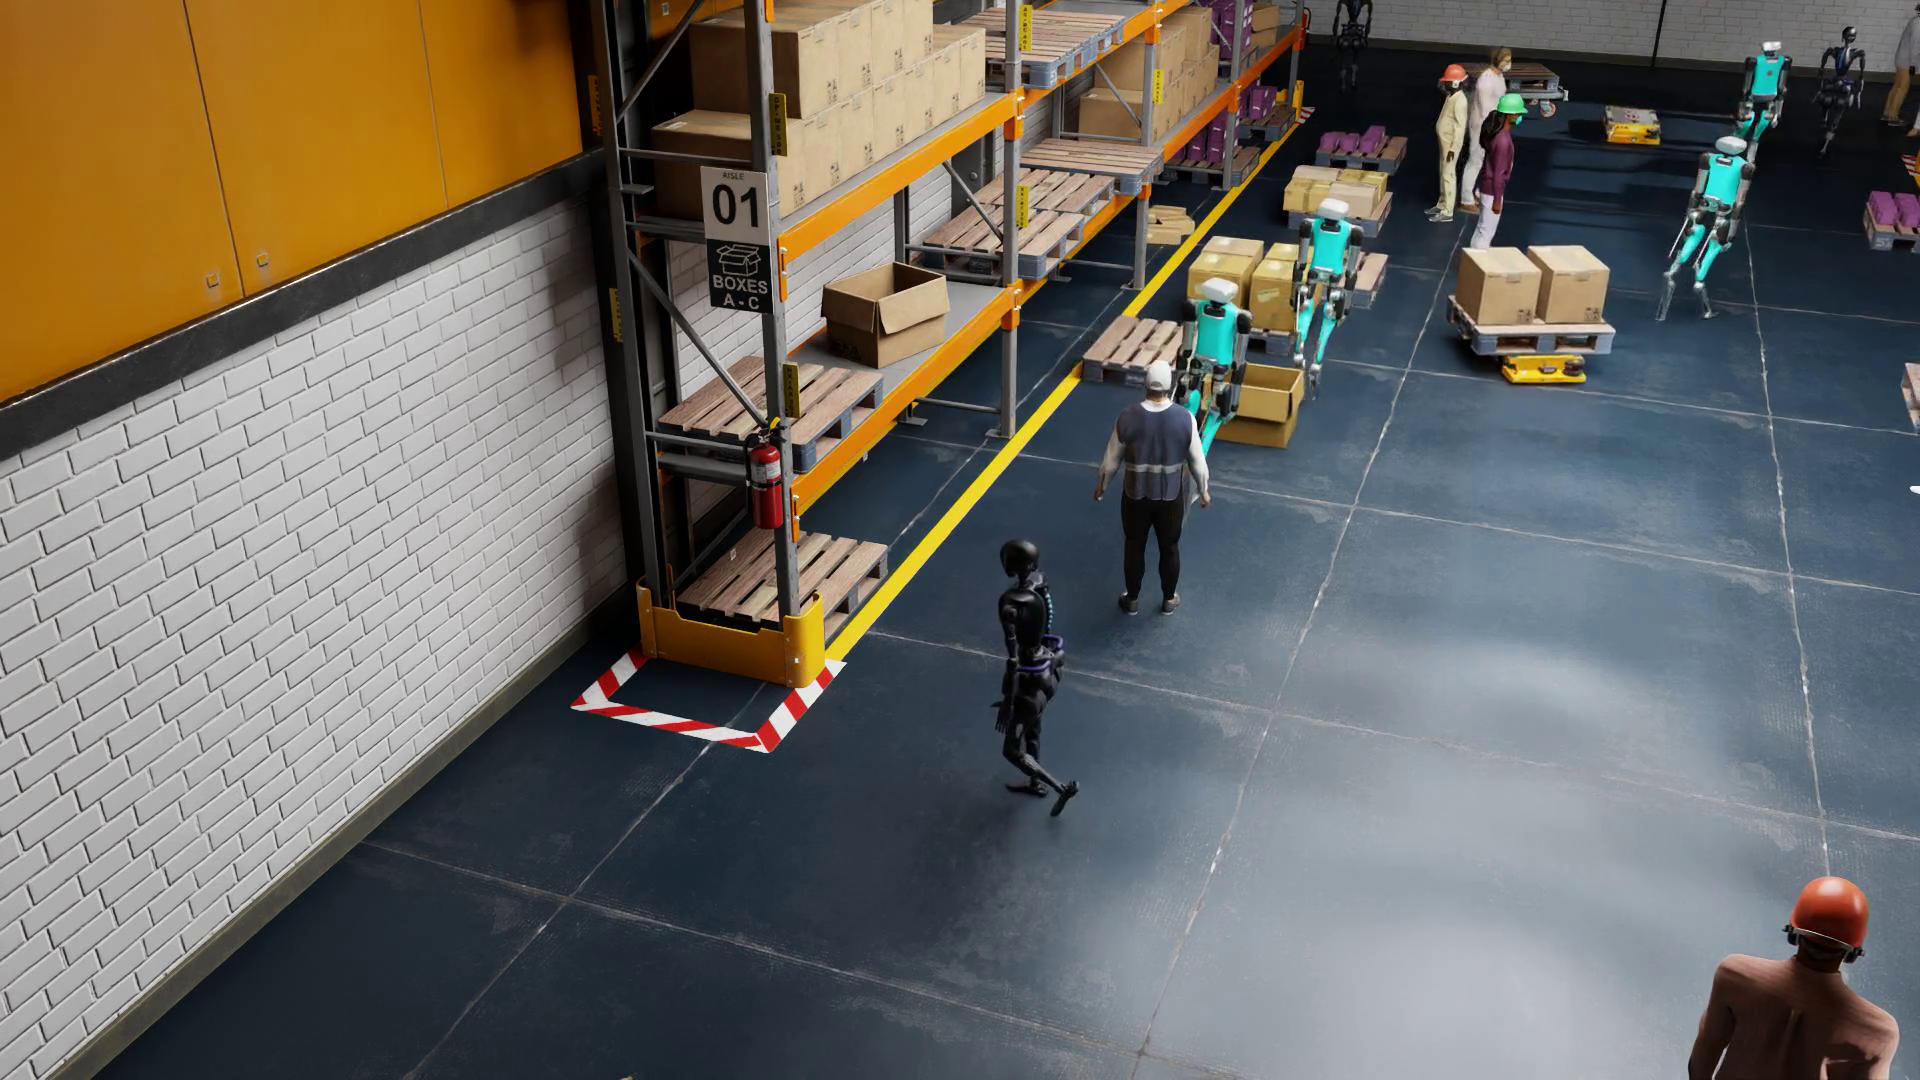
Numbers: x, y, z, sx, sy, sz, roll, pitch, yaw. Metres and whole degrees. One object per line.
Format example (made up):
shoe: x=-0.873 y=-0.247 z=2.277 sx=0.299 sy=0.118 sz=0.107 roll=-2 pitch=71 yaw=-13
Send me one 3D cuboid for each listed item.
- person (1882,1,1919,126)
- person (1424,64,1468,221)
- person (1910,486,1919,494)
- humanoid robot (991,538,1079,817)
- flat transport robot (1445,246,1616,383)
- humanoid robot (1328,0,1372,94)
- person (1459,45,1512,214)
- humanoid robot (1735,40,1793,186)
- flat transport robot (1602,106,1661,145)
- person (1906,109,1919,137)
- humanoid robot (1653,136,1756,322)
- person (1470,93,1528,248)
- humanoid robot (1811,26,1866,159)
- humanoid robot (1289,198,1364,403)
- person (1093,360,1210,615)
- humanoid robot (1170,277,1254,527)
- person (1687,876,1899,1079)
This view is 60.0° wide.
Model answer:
person: x=13.137 y=-6.628 z=23.012 sx=0.373 sy=1.728 sz=0.611 roll=13 pitch=30 yaw=24
person: x=5.526 y=-4.502 z=18.864 sx=0.344 sy=1.746 sz=0.572 roll=3 pitch=27 yaw=5
person: x=7.486 y=-1.092 z=12.375 sx=0.498 sy=1.634 sz=0.290 roll=-20 pitch=33 yaw=-33
humanoid robot: x=0.446 y=0.725 z=8.809 sx=0.489 sy=1.631 sz=0.609 roll=11 pitch=29 yaw=21
flat transport robot: x=5.148 y=-1.768 z=15.181 sx=0.659 sy=0.231 sz=1.431 roll=-1 pitch=27 yaw=-1
humanoid robot: x=5.816 y=-7.518 z=24.798 sx=0.599 sy=1.652 sz=0.372 roll=0 pitch=27 yaw=0
person: x=6.060 y=-4.659 z=18.980 sx=0.542 sy=1.919 sz=0.630 roll=18 pitch=32 yaw=30
humanoid robot: x=9.669 y=-5.225 z=20.366 sx=0.558 sy=1.860 sz=0.828 roll=2 pitch=27 yaw=4
flat transport robot: x=9.179 y=-5.672 z=22.753 sx=0.659 sy=0.231 sz=1.431 roll=8 pitch=28 yaw=14
person: x=13.178 y=-6.269 z=22.223 sx=0.635 sy=1.825 sz=0.440 roll=14 pitch=30 yaw=25
humanoid robot: x=7.009 y=-2.864 z=15.774 sx=0.832 sy=1.837 sz=0.552 roll=-21 pitch=34 yaw=-35
person: x=5.369 y=-3.513 z=16.733 sx=0.424 sy=1.950 sz=0.487 roll=5 pitch=28 yaw=10
humanoid robot: x=11.371 y=-5.806 z=21.507 sx=0.601 sy=1.626 sz=0.732 roll=23 pitch=35 yaw=37
humanoid robot: x=2.960 y=-1.873 z=13.819 sx=0.555 sy=1.828 sz=0.723 roll=11 pitch=29 yaw=20
person: x=1.241 y=-0.322 z=10.749 sx=0.756 sy=1.758 sz=0.448 roll=2 pitch=27 yaw=5
humanoid robot: x=1.690 y=-0.900 z=12.003 sx=0.555 sy=1.889 sz=0.778 roll=16 pitch=31 yaw=28
person: x=2.902 y=2.040 z=5.927 sx=0.610 sy=1.986 sz=0.402 roll=22 pitch=34 yaw=36
